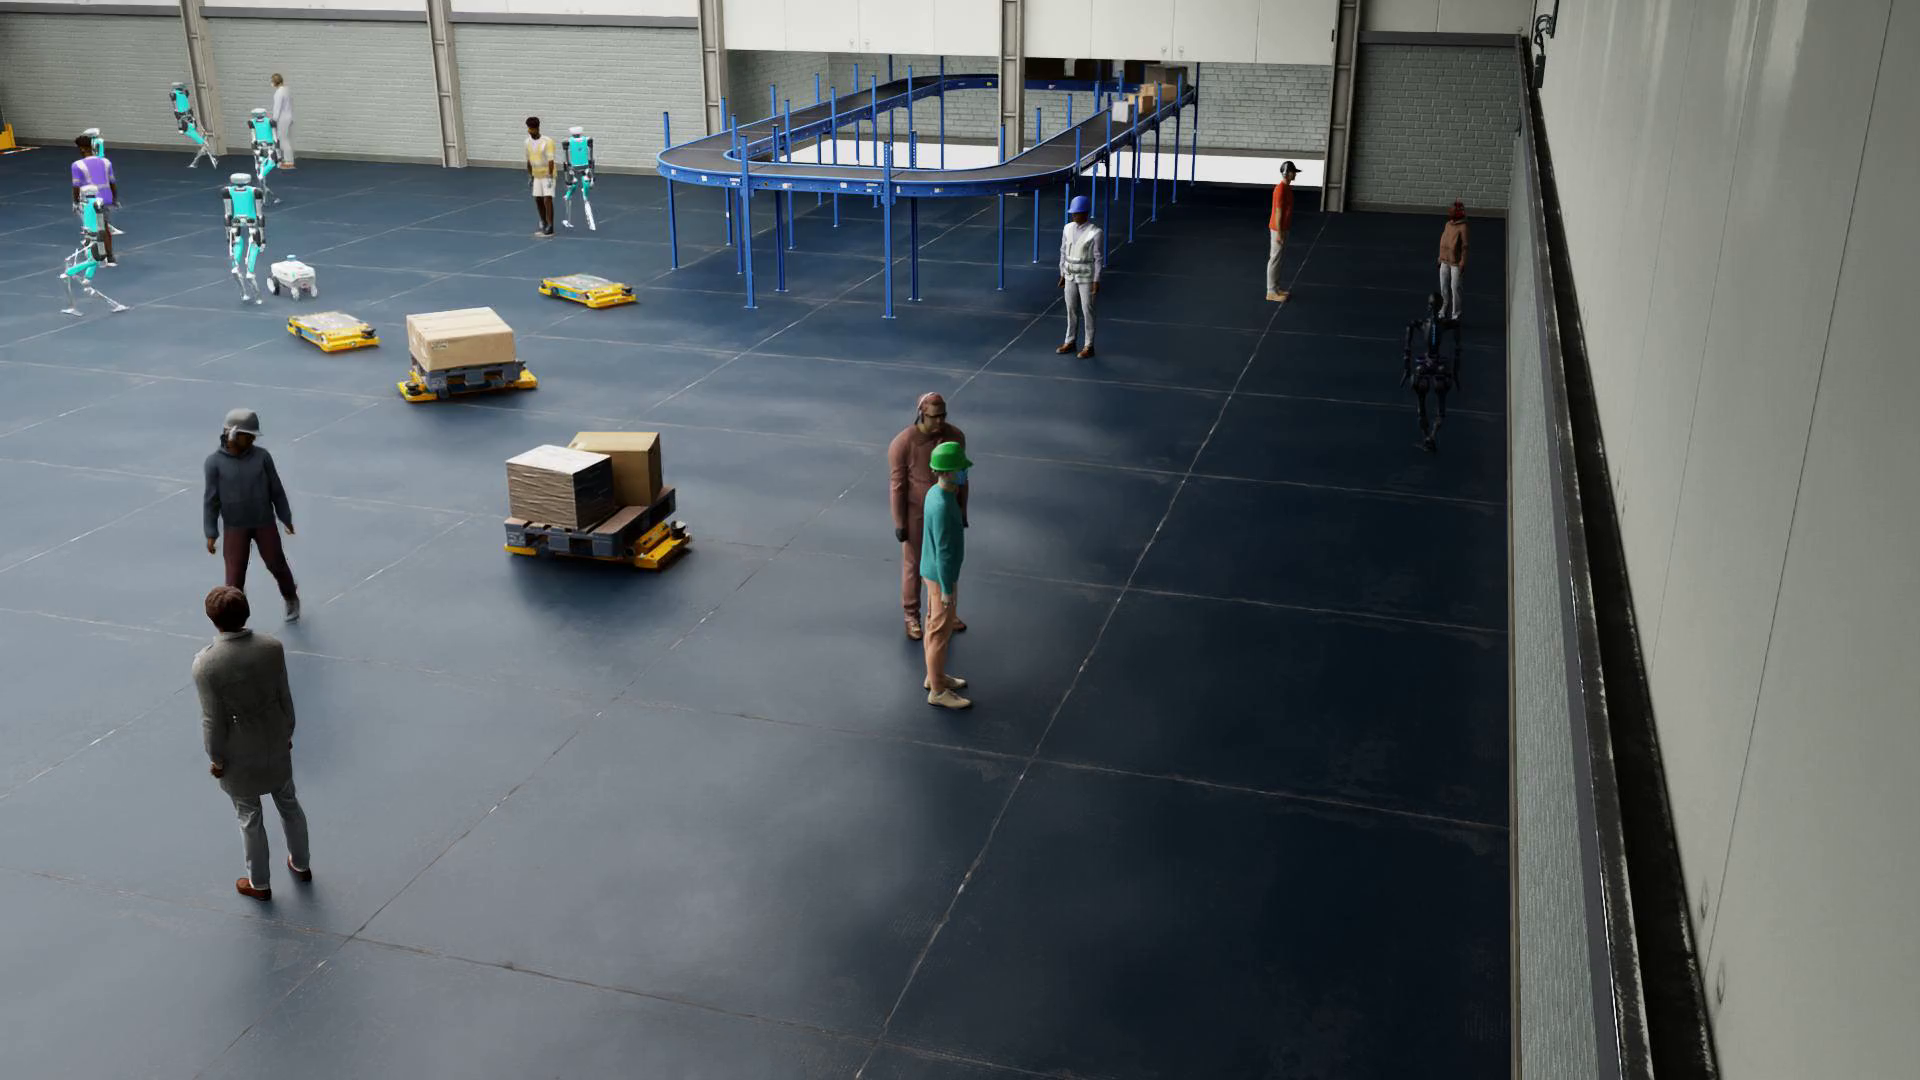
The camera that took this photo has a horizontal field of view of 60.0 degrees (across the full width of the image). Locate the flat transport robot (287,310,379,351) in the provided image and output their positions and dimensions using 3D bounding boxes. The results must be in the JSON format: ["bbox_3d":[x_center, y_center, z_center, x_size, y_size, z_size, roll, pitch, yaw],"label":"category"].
[{"bbox_3d":[-7.955,-2.651,21.053,0.659,0.231,1.431,-17,27,-36],"label":"flat transport robot"}]

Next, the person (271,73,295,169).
[{"bbox_3d":[-14.009,-8.593,34.177,0.631,1.925,0.654,-3,21,-8],"label":"person"}]

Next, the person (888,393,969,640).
[{"bbox_3d":[-0.211,-0.185,12.402,0.655,1.899,0.399,-12,24,-27],"label":"person"}]

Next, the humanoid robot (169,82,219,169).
[{"bbox_3d":[-15.656,-8.505,34.231,0.938,1.789,0.548,3,21,9],"label":"humanoid robot"}]

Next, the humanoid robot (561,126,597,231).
[{"bbox_3d":[-6.471,-6.070,27.916,0.536,1.782,0.893,-13,25,-30],"label":"humanoid robot"}]

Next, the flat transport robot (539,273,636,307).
[{"bbox_3d":[-5.218,-3.487,23.221,1.431,0.231,0.659,19,28,41],"label":"flat transport robot"}]

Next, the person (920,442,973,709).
[{"bbox_3d":[-0.094,0.226,11.362,0.366,1.874,0.511,-1,21,-2],"label":"person"}]

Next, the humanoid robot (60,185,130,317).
[{"bbox_3d":[-11.665,-3.766,21.999,0.532,1.766,1.053,19,28,41],"label":"humanoid robot"}]

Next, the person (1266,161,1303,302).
[{"bbox_3d":[4.480,-4.275,22.986,0.411,1.912,0.476,9,23,21],"label":"person"}]

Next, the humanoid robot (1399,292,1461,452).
[{"bbox_3d":[4.698,-1.654,16.545,0.589,1.641,0.475,3,21,9],"label":"humanoid robot"}]

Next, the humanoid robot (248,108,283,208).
[{"bbox_3d":[-12.590,-6.826,29.957,0.552,1.786,1.047,3,21,7],"label":"humanoid robot"}]

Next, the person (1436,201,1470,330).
[{"bbox_3d":[6.369,-3.554,21.468,0.309,1.650,0.470,-10,23,-24],"label":"person"}]

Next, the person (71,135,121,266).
[{"bbox_3d":[-13.142,-5.144,25.197,0.746,1.933,0.609,12,24,29],"label":"person"}]

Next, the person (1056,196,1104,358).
[{"bbox_3d":[1.445,-3.175,20.081,0.613,1.945,0.400,18,28,39],"label":"person"}]

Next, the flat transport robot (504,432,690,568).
[{"bbox_3d":[-3.104,-0.014,14.214,1.431,0.231,0.659,6,22,15],"label":"flat transport robot"}]

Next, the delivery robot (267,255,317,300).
[{"bbox_3d":[-9.370,-3.701,23.373,0.781,0.591,0.499,20,28,41],"label":"delivery robot"}]

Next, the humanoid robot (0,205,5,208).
[{"bbox_3d":[-17.690,-6.792,29.907,0.767,1.638,0.609,7,22,18],"label":"humanoid robot"}]

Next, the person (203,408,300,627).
[{"bbox_3d":[-5.316,-0.126,12.412,0.644,1.779,0.602,-11,24,-27],"label":"person"}]

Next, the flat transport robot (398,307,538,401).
[{"bbox_3d":[-5.587,-1.811,18.874,1.431,0.231,0.659,-10,23,-25],"label":"flat transport robot"}]

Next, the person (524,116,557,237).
[{"bbox_3d":[-6.912,-5.987,27.381,0.655,1.949,0.474,10,23,24],"label":"person"}]

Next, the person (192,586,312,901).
[{"bbox_3d":[-3.891,1.110,9.130,0.366,1.833,0.500,18,27,38],"label":"person"}]

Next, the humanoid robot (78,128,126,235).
[{"bbox_3d":[-14.386,-5.859,27.381,0.896,1.787,0.564,-8,23,-20],"label":"humanoid robot"}]

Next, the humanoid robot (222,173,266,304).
[{"bbox_3d":[-9.749,-4.043,22.611,0.544,1.778,0.755,-2,21,-4],"label":"humanoid robot"}]
